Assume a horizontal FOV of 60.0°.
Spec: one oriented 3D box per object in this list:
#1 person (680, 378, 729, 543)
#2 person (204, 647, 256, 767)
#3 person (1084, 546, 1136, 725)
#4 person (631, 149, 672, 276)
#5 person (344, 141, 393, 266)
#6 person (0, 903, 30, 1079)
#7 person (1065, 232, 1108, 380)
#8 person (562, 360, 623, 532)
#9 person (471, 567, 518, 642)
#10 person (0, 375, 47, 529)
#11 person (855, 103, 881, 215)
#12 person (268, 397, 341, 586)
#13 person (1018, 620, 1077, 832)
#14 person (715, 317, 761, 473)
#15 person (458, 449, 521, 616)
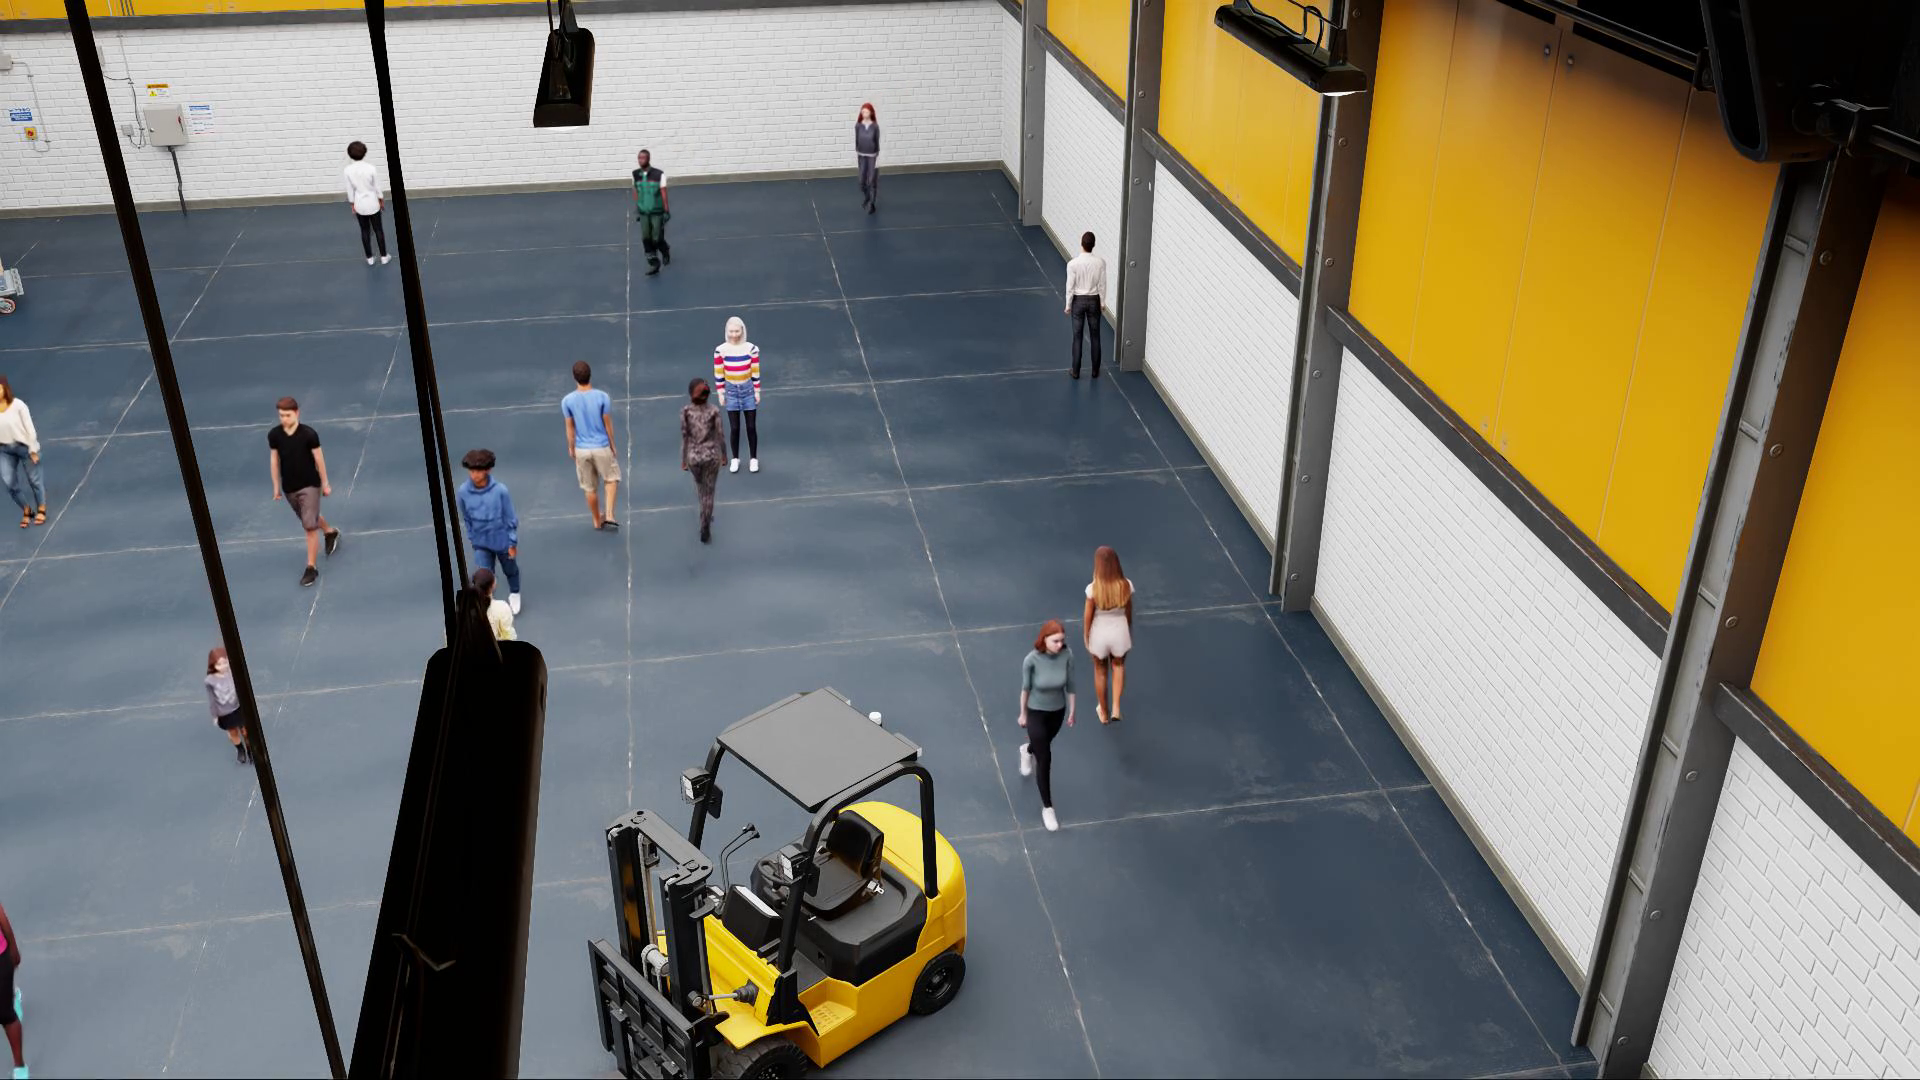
[{"bbox_3d":[-2.605,-0.774,16.838,0.683,1.682,0.954,-1,29,-2],"label":"person"},{"bbox_3d":[-5.968,1.326,13.597,0.521,1.099,0.560,-11,31,-19],"label":"person"},{"bbox_3d":[1.248,0.858,13.849,0.605,1.680,0.706,-3,29,-5],"label":"person"},{"bbox_3d":[-4.408,-4.736,23.952,0.875,1.825,0.956,8,30,14],"label":"person"},{"bbox_3d":[-8.678,-4.928,24.321,0.639,1.808,0.548,-7,29,-12],"label":"person"},{"bbox_3d":[-6.223,2.625,10.602,0.649,1.687,1.147,-9,30,-15],"label":"person"},{"bbox_3d":[1.562,-2.895,20.530,0.672,1.871,0.551,-3,29,-5],"label":"person"},{"bbox_3d":[-3.730,-0.908,16.902,0.658,1.857,0.722,-4,29,-7],"label":"person"},{"bbox_3d":[-3.850,1.007,13.638,0.826,1.621,0.923,6,29,11],"label":"person"},{"bbox_3d":[-9.701,-0.961,17.193,0.658,1.671,0.635,-2,29,-4],"label":"person"},{"bbox_3d":[-1.424,-6.095,26.506,0.695,1.767,0.733,7,29,13],"label":"person"},{"bbox_3d":[-6.411,-0.570,16.306,0.904,1.834,1.277,3,29,5],"label":"person"},{"bbox_3d":[0.647,1.326,12.961,0.675,1.708,1.179,-8,30,-14],"label":"person"},{"bbox_3d":[-2.401,-1.601,18.223,0.652,1.808,0.529,-3,29,-5],"label":"person"},{"bbox_3d":[-4.297,-0.046,15.411,0.831,1.770,1.171,0,29,0],"label":"person"}]
